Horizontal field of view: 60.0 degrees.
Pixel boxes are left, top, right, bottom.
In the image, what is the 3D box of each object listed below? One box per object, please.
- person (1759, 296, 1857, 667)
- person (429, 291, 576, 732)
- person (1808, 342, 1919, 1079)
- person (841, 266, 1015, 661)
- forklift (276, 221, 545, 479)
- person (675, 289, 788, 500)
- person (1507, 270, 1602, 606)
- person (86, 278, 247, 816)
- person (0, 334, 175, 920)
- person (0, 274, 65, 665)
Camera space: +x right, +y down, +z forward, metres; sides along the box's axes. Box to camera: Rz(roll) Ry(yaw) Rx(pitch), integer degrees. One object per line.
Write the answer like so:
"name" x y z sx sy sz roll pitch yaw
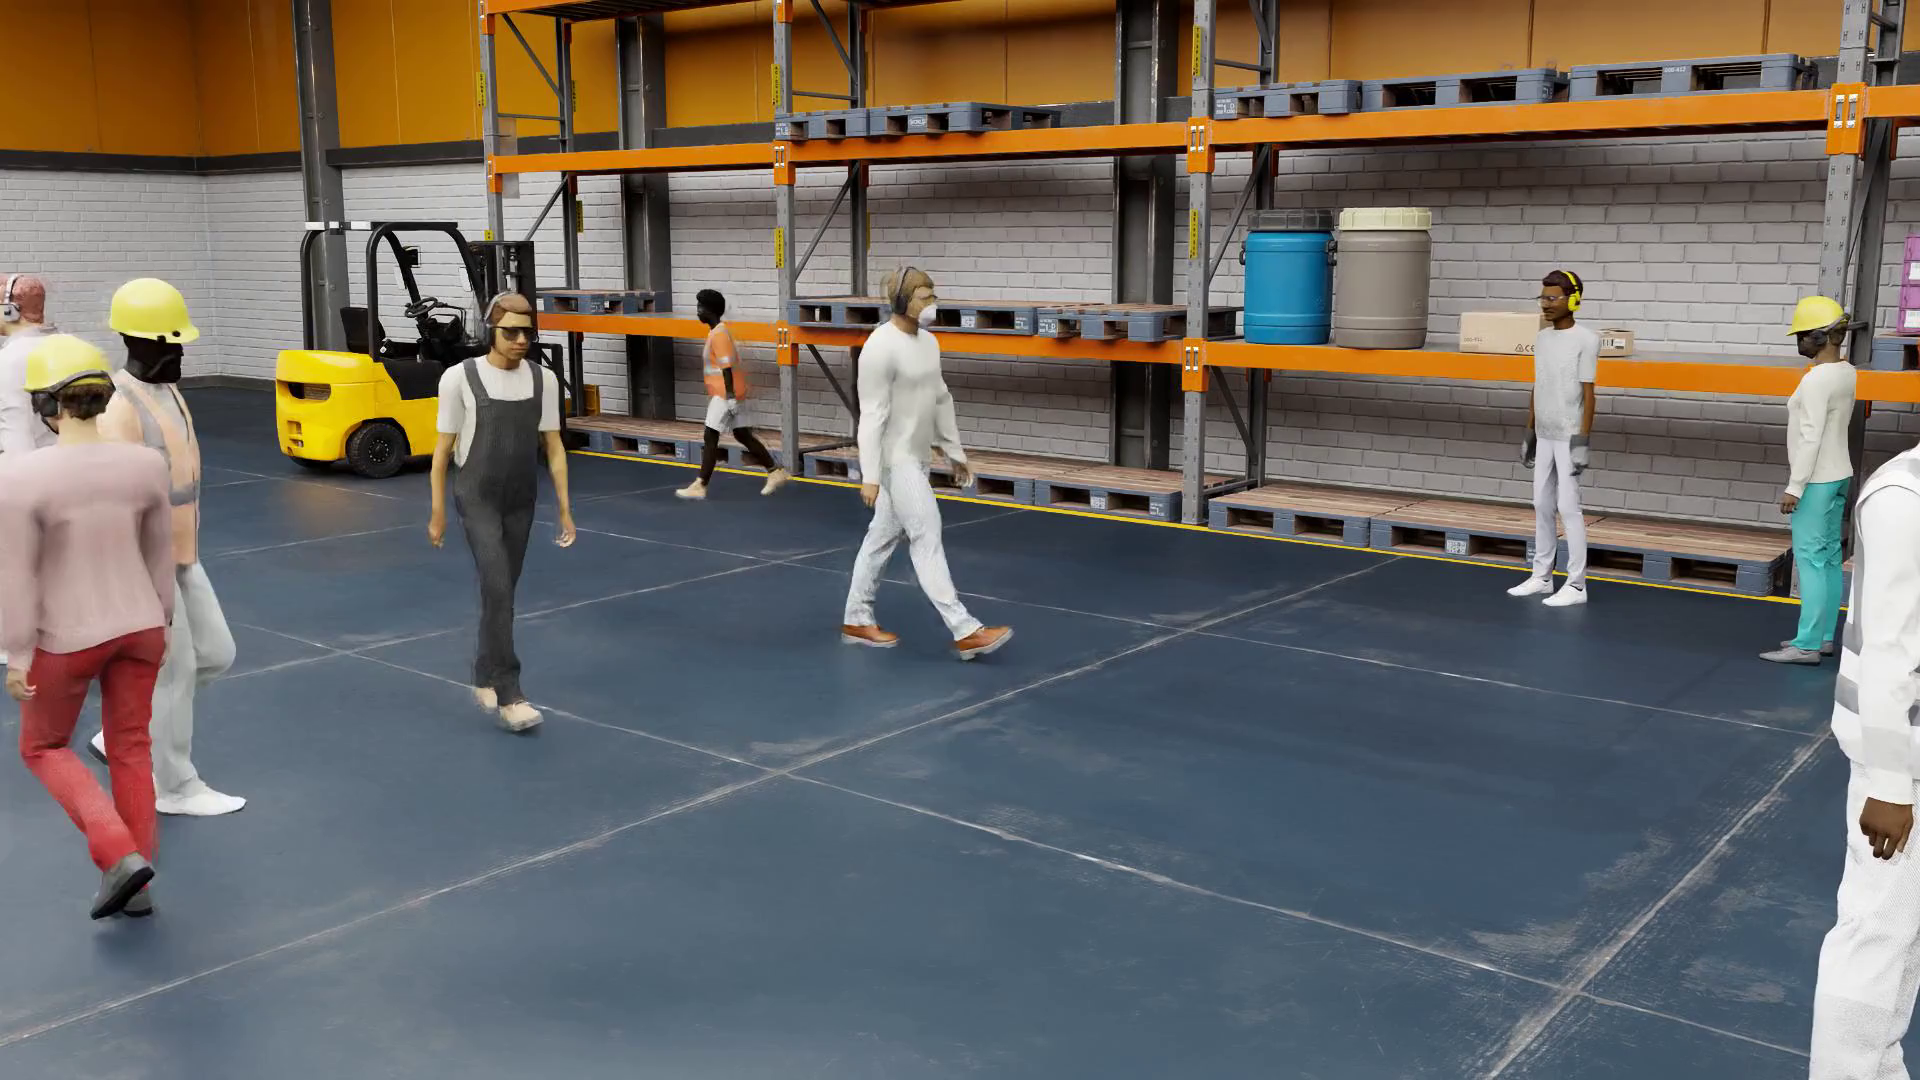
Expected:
"person" 4.068 -0.277 7.952 0.327 1.760 0.524 10 14 44
"person" -1.868 -0.117 6.916 0.784 1.805 0.523 10 14 43
"person" 2.054 0.454 3.546 0.341 1.883 0.586 10 14 43
"person" -0.180 -0.365 8.061 1.002 1.885 0.654 4 11 21
"forklift" -4.922 -1.741 14.854 1.214 2.155 2.313 8 13 38
"person" -1.776 -1.136 13.012 0.870 1.649 0.569 -1 10 -8
"person" 3.332 -0.563 9.270 0.318 1.860 0.509 -4 11 -19
"person" -2.775 0.055 5.717 0.468 1.895 0.600 -1 10 -8
"person" -2.551 0.277 4.878 0.380 1.752 0.529 7 12 33
"person" -4.302 -0.322 7.890 0.931 1.876 0.645 1 10 5
